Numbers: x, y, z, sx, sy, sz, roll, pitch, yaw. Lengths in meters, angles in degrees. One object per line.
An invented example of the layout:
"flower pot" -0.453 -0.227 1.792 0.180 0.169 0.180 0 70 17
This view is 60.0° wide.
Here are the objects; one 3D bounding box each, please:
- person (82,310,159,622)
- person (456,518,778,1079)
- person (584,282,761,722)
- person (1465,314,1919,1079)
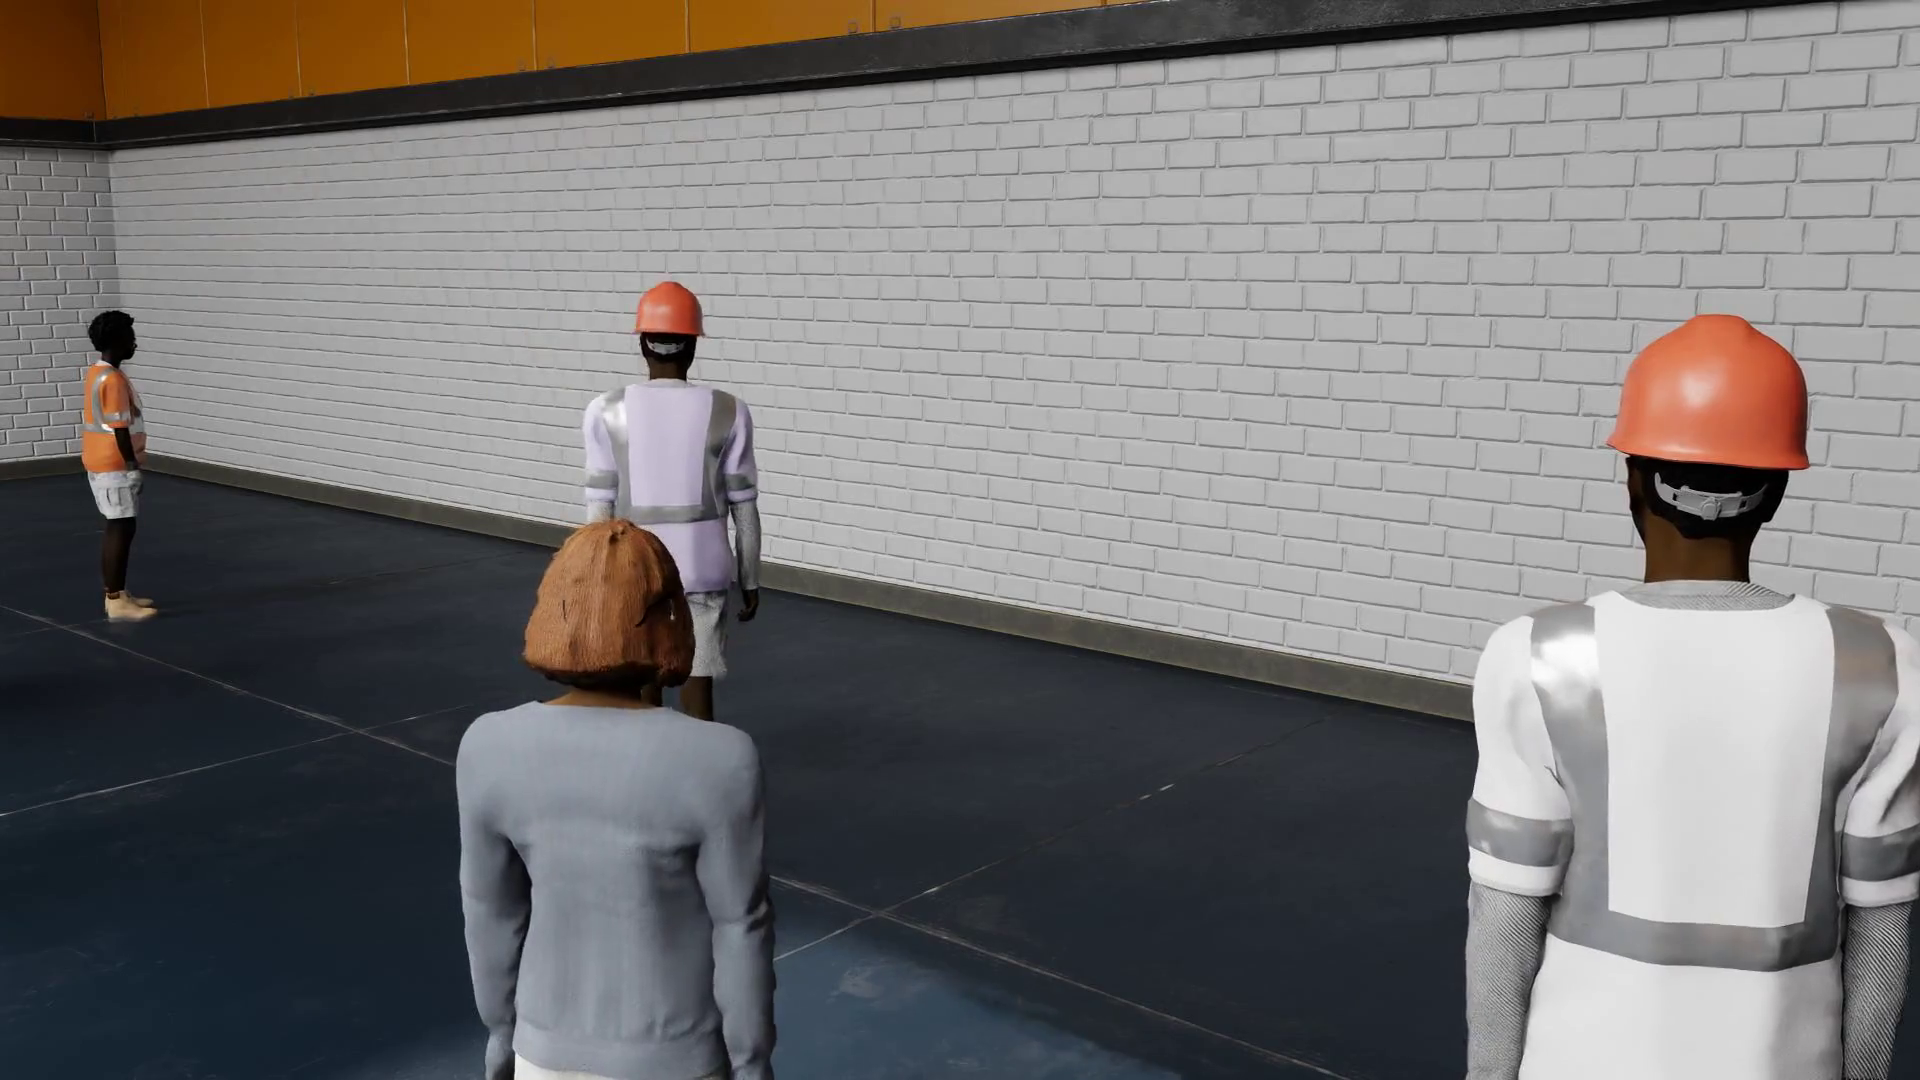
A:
"person" -4.595 -0.399 9.066 0.318 1.688 0.535 -7 12 -35
"person" -0.508 0.777 2.520 0.502 1.631 0.280 3 10 16
"person" -0.958 0.094 5.625 0.565 1.902 0.848 -1 10 -7
"person" 0.924 0.683 2.183 0.542 1.939 0.365 2 10 11
